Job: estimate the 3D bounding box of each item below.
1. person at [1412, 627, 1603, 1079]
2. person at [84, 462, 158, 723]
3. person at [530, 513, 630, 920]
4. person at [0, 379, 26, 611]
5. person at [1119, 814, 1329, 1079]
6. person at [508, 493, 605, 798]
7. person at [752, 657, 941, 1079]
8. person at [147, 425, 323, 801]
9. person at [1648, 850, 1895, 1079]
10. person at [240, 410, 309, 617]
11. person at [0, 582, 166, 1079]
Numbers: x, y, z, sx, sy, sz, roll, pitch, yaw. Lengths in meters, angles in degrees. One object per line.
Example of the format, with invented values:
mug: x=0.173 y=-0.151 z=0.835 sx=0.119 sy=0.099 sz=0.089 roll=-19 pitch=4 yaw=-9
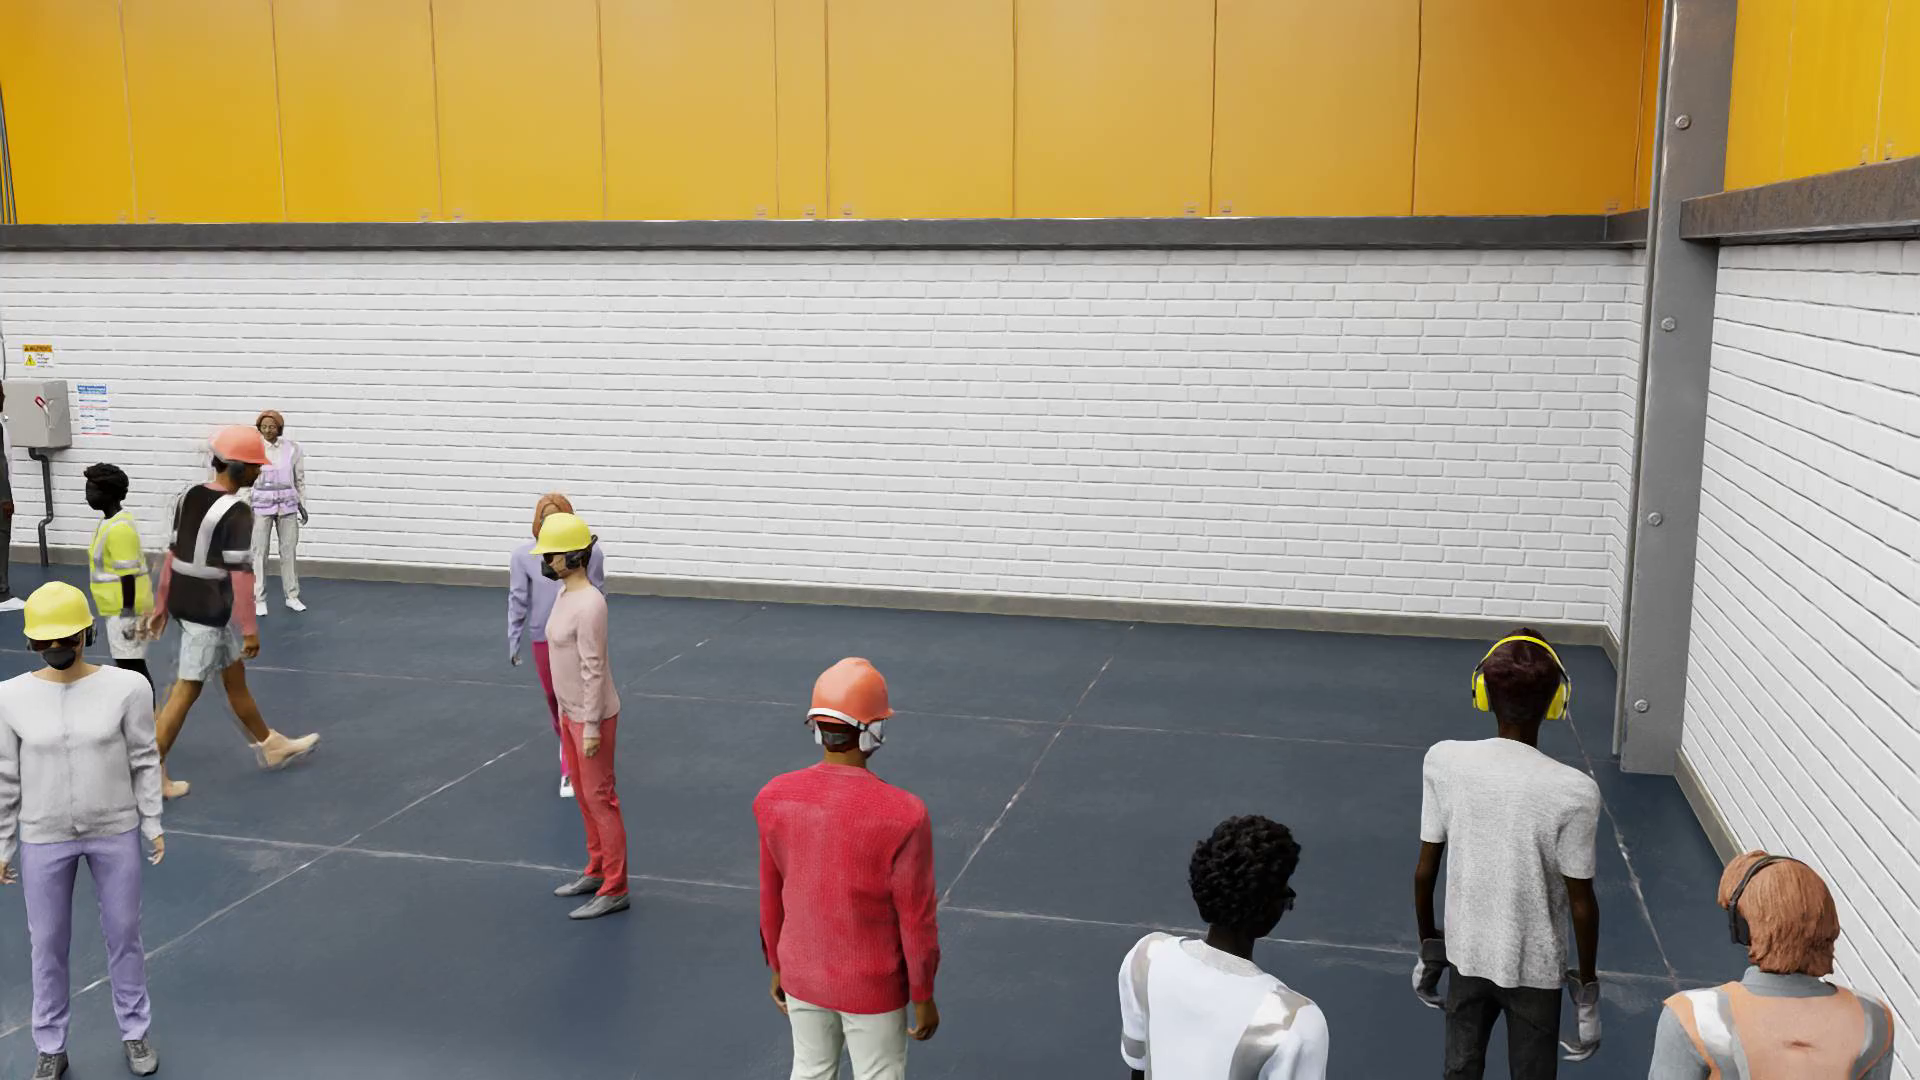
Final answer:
person: x=1.469 y=1.154 z=4.463 sx=0.533 sy=1.876 sz=0.320 roll=9 pitch=13 yaw=42
person: x=-4.777 y=0.393 z=9.498 sx=0.321 sy=1.688 sz=0.532 roll=-6 pitch=11 yaw=-30
person: x=-1.650 y=0.754 z=7.182 sx=0.340 sy=1.761 sz=0.528 roll=-5 pitch=11 yaw=-26
person: x=-7.799 y=-0.382 z=13.381 sx=0.599 sy=1.917 sz=0.376 roll=8 pitch=13 yaw=40
person: x=0.557 y=1.406 z=3.539 sx=0.319 sy=1.687 sz=0.538 roll=-9 pitch=13 yaw=-41
person: x=-2.182 y=0.516 z=9.054 sx=0.508 sy=1.594 sz=0.841 roll=-1 pitch=10 yaw=-6
person: x=-0.298 y=1.189 z=4.641 sx=0.572 sy=1.743 sz=0.352 roll=6 pitch=11 yaw=30
person: x=-3.965 y=0.374 z=8.830 sx=0.652 sy=1.953 sz=1.087 roll=9 pitch=13 yaw=44
person: x=1.651 y=1.448 z=3.458 sx=0.525 sy=1.632 sz=0.317 roll=-1 pitch=10 yaw=-6
person: x=-5.463 y=-0.222 z=13.267 sx=0.514 sy=1.636 sz=0.315 roll=-8 pitch=12 yaw=-39
person: x=-2.995 y=1.006 z=5.660 sx=0.533 sy=1.767 sz=0.326 roll=-5 pitch=11 yaw=-27
